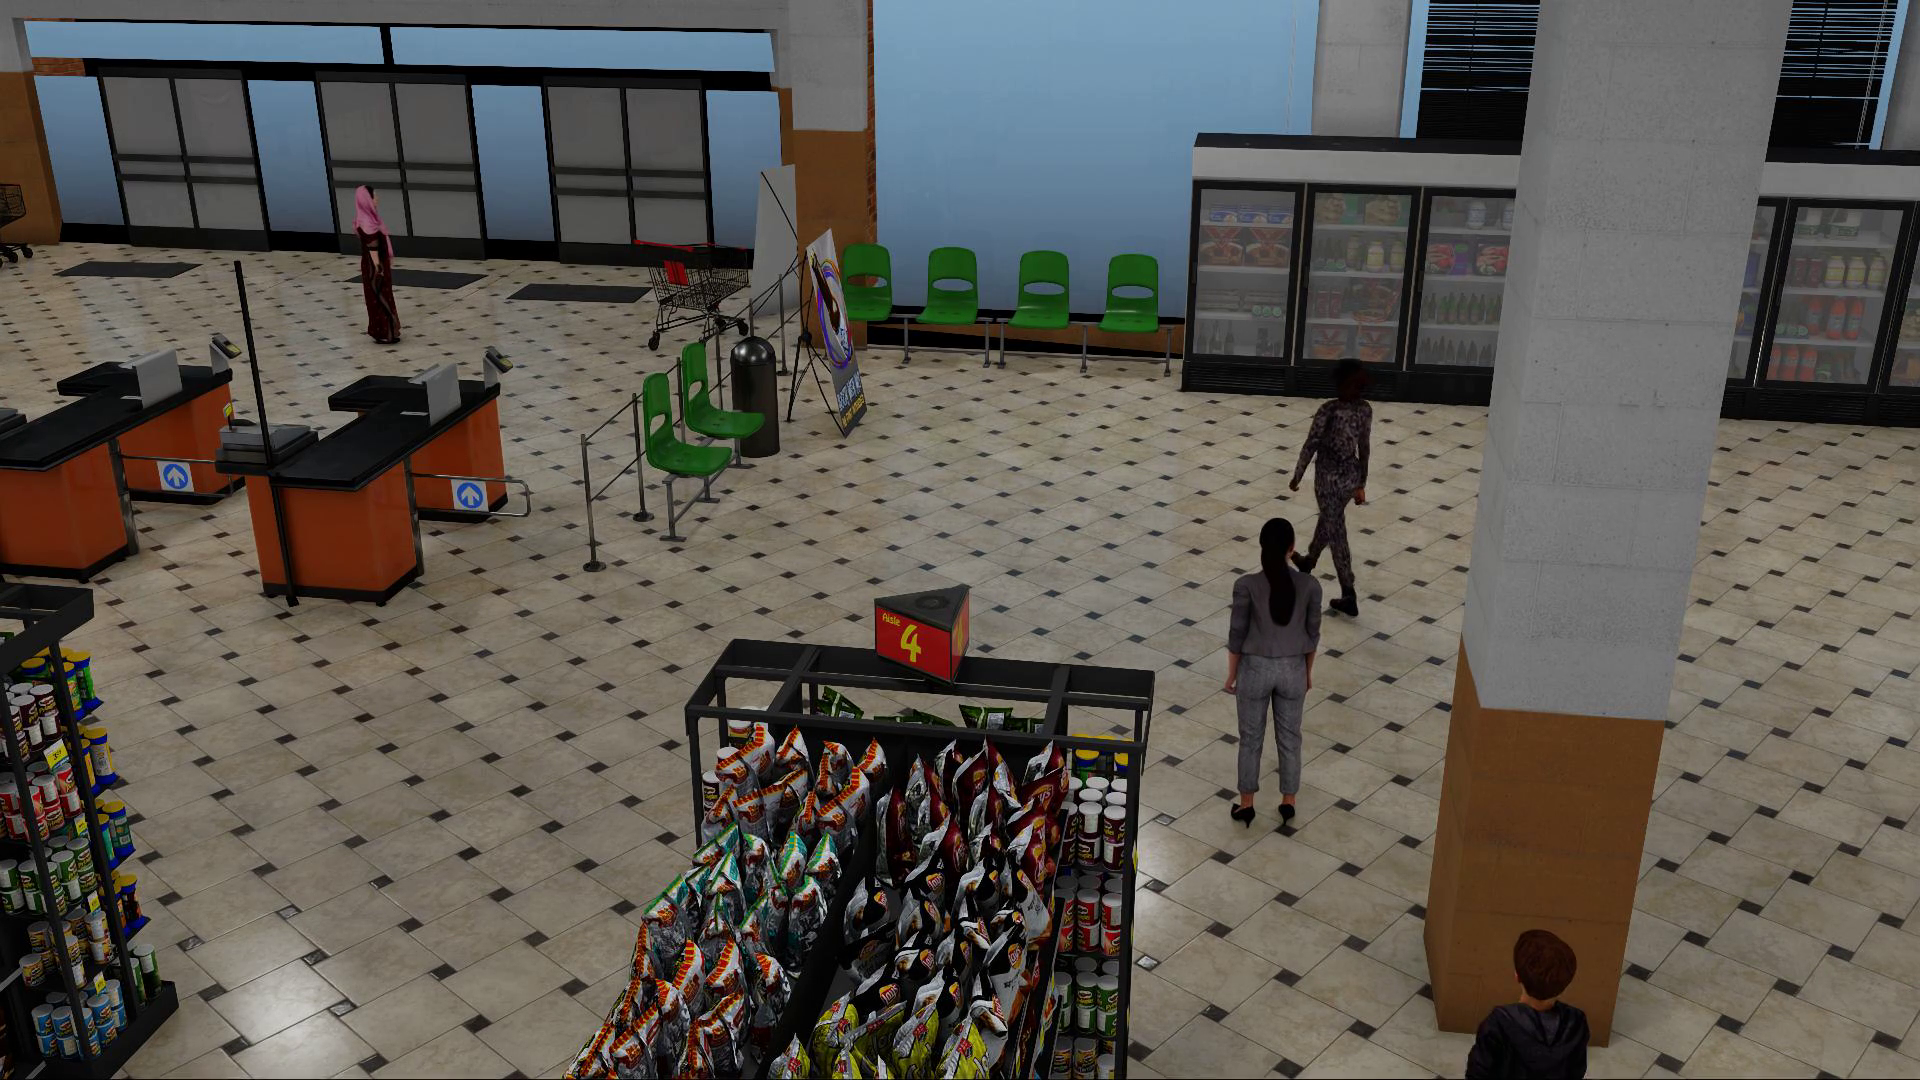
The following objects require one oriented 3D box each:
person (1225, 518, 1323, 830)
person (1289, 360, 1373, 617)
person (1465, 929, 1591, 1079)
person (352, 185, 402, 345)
[{"bbox_3d":[1.569,0.689,8.377,0.651,1.678,0.623,0,22,0],"label":"person"},{"bbox_3d":[2.501,-0.308,10.863,0.975,1.673,1.170,-9,24,-21],"label":"person"},{"bbox_3d":[1.848,1.972,5.517,0.714,1.429,0.966,-3,22,-8],"label":"person"},{"bbox_3d":[-6.075,-2.865,17.274,0.816,1.638,0.696,-6,23,-15],"label":"person"}]
